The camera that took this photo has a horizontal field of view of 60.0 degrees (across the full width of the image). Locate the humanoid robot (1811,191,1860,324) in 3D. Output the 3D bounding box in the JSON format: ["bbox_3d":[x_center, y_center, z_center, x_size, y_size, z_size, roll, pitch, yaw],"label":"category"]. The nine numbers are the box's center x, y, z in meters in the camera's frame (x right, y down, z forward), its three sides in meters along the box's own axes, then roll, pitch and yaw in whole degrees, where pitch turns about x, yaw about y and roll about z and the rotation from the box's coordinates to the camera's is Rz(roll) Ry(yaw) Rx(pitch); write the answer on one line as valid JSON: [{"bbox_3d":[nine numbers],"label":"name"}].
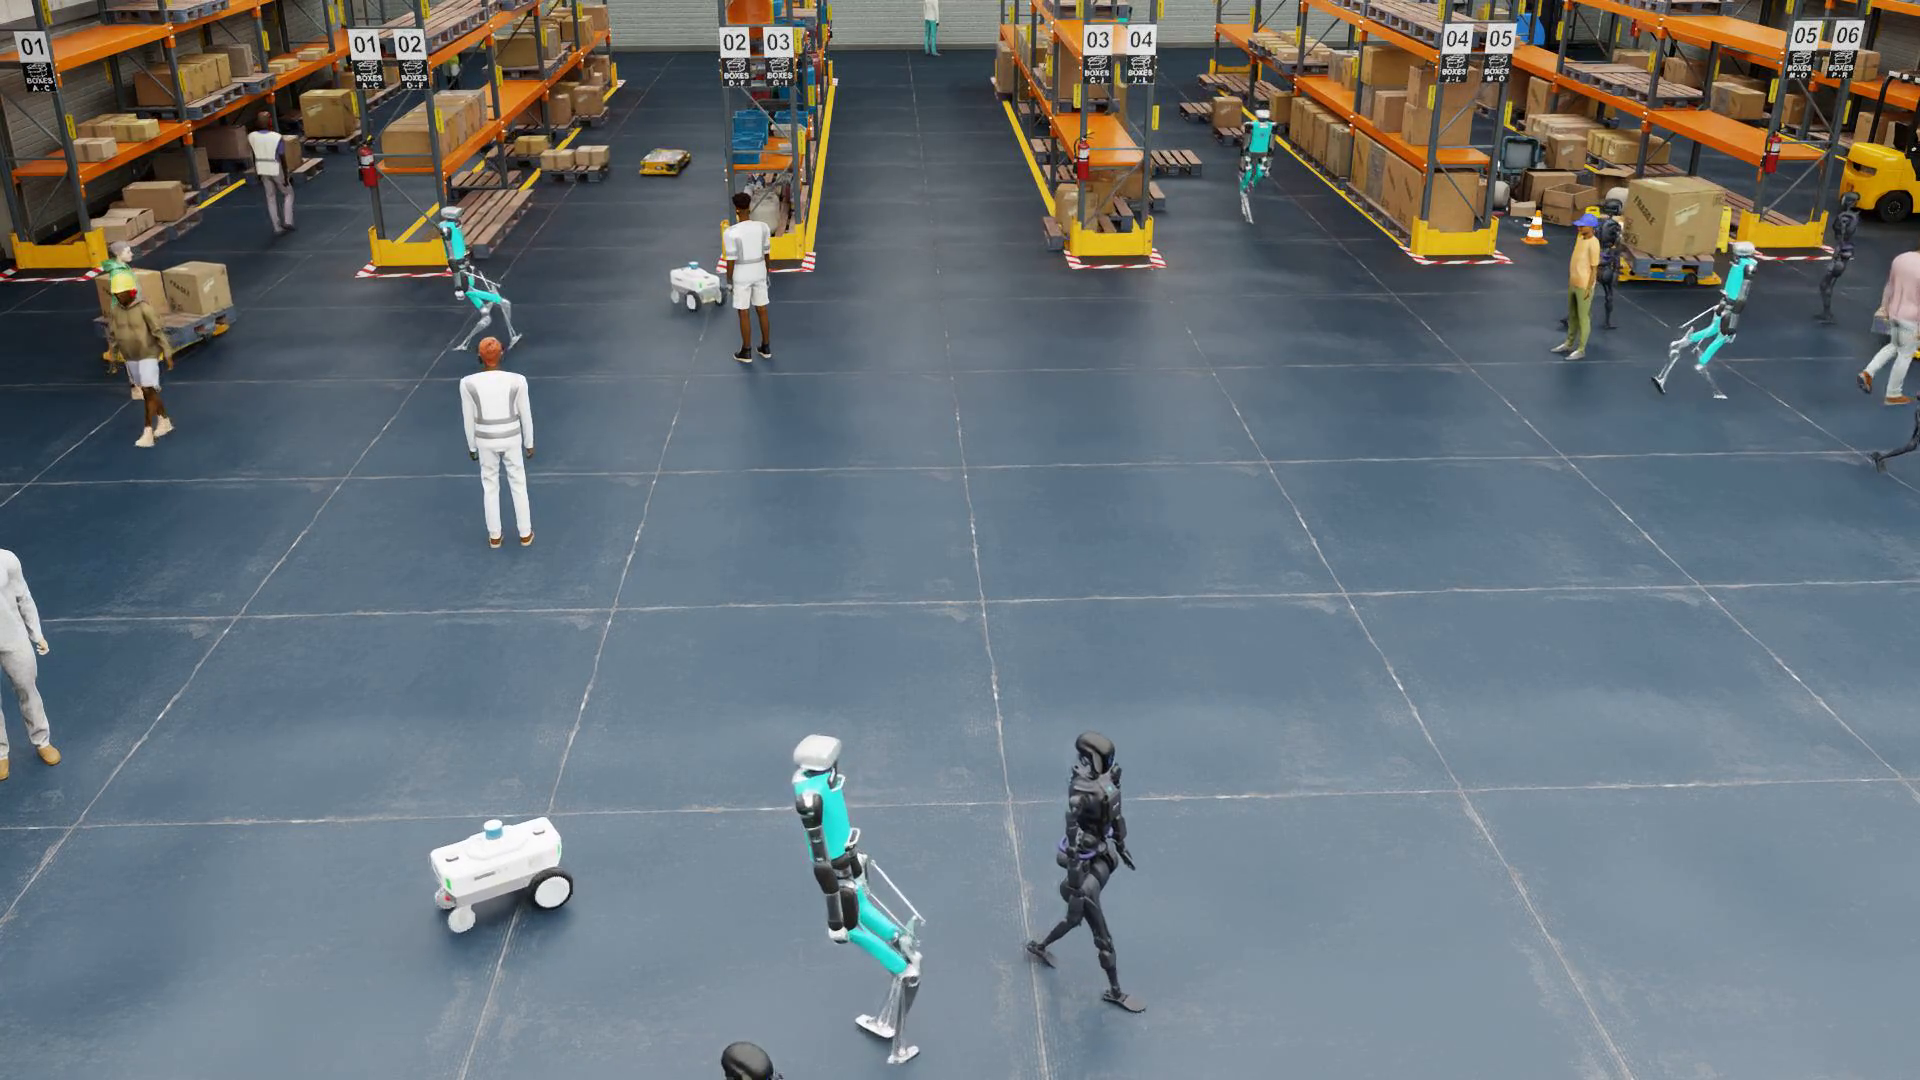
[{"bbox_3d":[10.872,-3.497,20.600,0.316,1.653,0.609,14,27,28],"label":"humanoid robot"}]

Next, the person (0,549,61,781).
[{"bbox_3d":[-6.364,0.670,10.969,0.581,1.895,0.356,-17,29,-34],"label":"person"}]

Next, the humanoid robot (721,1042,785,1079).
[{"bbox_3d":[-0.901,2.681,6.736,0.415,1.648,0.601,11,26,23],"label":"humanoid robot"}]

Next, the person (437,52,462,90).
[{"bbox_3d":[-10.999,-10.232,35.764,0.546,1.644,0.876,-2,24,-5],"label":"person"}]

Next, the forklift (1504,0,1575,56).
[{"bbox_3d":[14.700,-13.805,42.301,1.873,2.768,1.129,-1,24,-2],"label":"forklift"}]

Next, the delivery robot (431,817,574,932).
[{"bbox_3d":[-2.698,1.930,9.805,0.812,0.611,0.499,-14,28,-29],"label":"delivery robot"}]

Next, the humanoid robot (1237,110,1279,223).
[{"bbox_3d":[4.506,-5.799,25.776,0.556,1.814,0.935,-4,24,-8],"label":"humanoid robot"}]

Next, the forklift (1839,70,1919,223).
[{"bbox_3d":[15.132,-6.143,25.915,2.313,2.155,1.214,-1,24,-2],"label":"forklift"}]

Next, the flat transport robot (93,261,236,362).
[{"bbox_3d":[-9.496,-2.423,19.917,0.659,0.231,1.431,6,25,12],"label":"flat transport robot"}]

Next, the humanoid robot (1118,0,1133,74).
[{"bbox_3d":[3.741,-12.017,39.678,0.541,1.775,0.901,-16,28,-32],"label":"humanoid robot"}]

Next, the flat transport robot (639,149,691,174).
[{"bbox_3d":[-5.246,-6.722,29.576,0.659,0.231,1.431,1,24,1],"label":"flat transport robot"}]

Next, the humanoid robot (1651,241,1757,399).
[{"bbox_3d":[7.991,-2.356,18.008,0.982,1.773,0.540,3,24,6],"label":"humanoid robot"}]

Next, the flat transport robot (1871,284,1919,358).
[{"bbox_3d":[11.628,-2.414,19.897,0.659,0.231,1.431,17,29,34],"label":"flat transport robot"}]

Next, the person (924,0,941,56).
[{"bbox_3d":[-0.715,-13.262,42.429,0.327,1.768,0.525,-19,30,-36],"label":"person"}]

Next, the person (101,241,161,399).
[{"bbox_3d":[-9.002,-2.388,18.040,0.320,1.734,0.477,-6,25,-13],"label":"person"}]

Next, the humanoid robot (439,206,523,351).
[{"bbox_3d":[-5.568,-3.034,19.555,1.034,1.784,0.531,-1,24,-2],"label":"humanoid robot"}]

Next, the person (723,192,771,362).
[{"bbox_3d":[-2.449,-3.030,19.198,0.606,1.963,0.373,-17,29,-33],"label":"person"}]

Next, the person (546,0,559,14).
[{"bbox_3d":[-10.016,-12.590,40.824,0.401,1.841,0.550,3,24,7],"label":"person"}]

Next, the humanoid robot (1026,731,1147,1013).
[{"bbox_3d":[0.690,1.727,8.941,0.782,1.644,0.589,14,28,28],"label":"humanoid robot"}]

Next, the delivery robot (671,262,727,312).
[{"bbox_3d":[-3.403,-3.273,21.499,0.499,0.614,0.803,-21,31,-39],"label":"delivery robot"}]

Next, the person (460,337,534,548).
[{"bbox_3d":[-3.971,-0.833,14.376,0.565,1.879,0.351,-6,25,-14],"label":"person"}]

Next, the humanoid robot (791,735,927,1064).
[{"bbox_3d":[-0.431,1.850,8.553,0.827,1.800,0.585,1,24,3],"label":"humanoid robot"}]

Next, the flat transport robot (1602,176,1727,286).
[{"bbox_3d":[9.603,-3.687,22.756,1.431,0.231,0.659,4,24,9],"label":"flat transport robot"}]

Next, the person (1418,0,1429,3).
[{"bbox_3d":[11.726,-13.057,41.933,0.396,1.798,0.584,-14,27,-28],"label":"person"}]

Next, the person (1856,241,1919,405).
[{"bbox_3d":[10.098,-2.371,17.764,0.521,1.926,0.631,-5,24,-11],"label":"person"}]

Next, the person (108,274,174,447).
[{"bbox_3d":[-8.292,-1.794,16.694,0.585,1.730,0.834,3,24,7],"label":"person"}]

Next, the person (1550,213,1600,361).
[{"bbox_3d":[7.175,-2.939,19.295,0.372,1.717,0.450,-3,24,-7],"label":"person"}]

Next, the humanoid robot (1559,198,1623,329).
[{"bbox_3d":[7.817,-3.369,20.377,0.741,1.655,0.596,-5,24,-11],"label":"humanoid robot"}]

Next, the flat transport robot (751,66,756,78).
[{"bbox_3d":[-4.530,-11.058,39.319,1.431,0.231,0.659,-1,24,-3],"label":"flat transport robot"}]

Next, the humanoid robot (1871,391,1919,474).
[{"bbox_3d":[9.201,-1.321,15.750,0.614,1.635,0.729,-15,28,-31],"label":"humanoid robot"}]

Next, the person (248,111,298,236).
[{"bbox_3d":[-10.263,-5.479,24.863,0.582,1.828,0.516,2,24,3],"label":"person"}]
